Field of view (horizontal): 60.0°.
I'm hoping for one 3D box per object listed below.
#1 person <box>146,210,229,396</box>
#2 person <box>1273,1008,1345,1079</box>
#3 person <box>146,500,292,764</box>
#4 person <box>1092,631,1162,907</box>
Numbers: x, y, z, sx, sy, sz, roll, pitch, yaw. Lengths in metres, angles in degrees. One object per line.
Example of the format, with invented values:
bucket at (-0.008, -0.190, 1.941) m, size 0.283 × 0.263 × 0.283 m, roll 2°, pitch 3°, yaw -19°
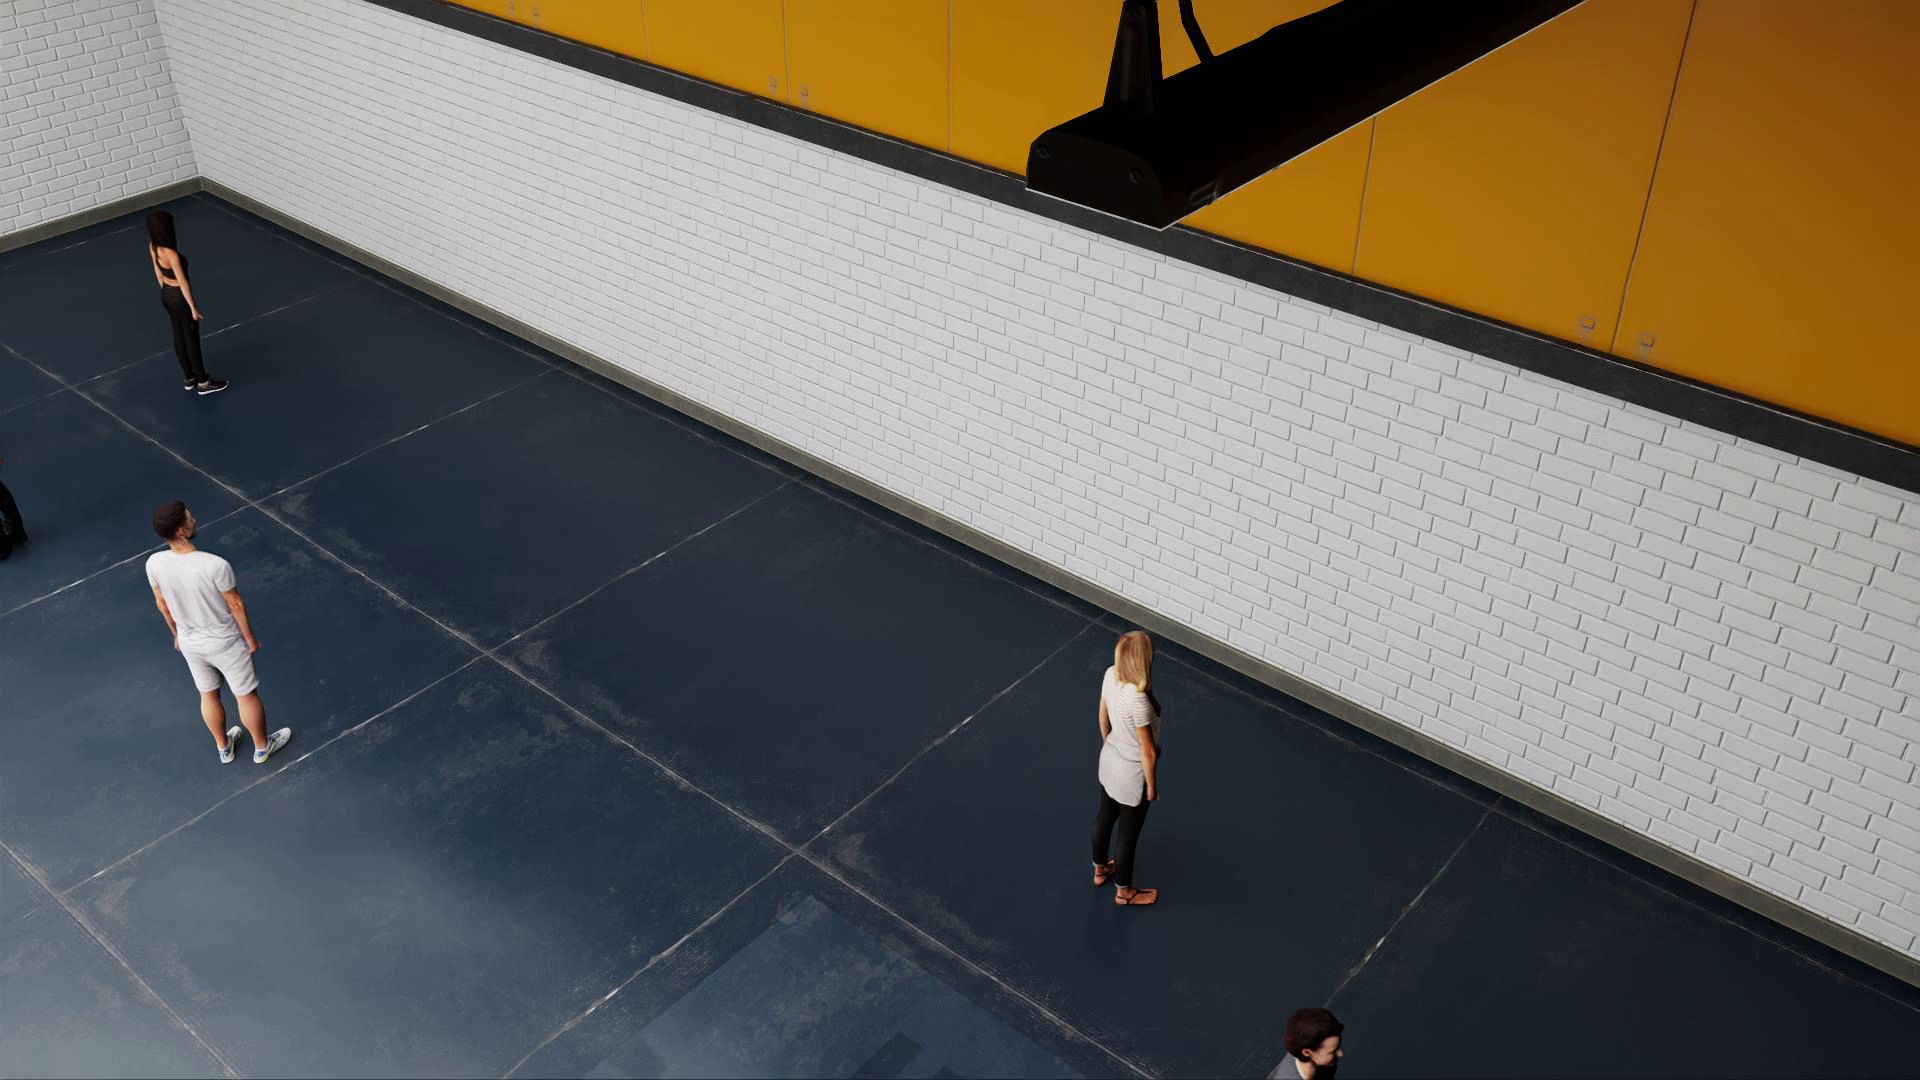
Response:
person at (-6.693, -2.037, 14.235) m, size 0.554 × 1.643 × 0.497 m, roll 23°, pitch 40°, yaw 30°
person at (1.392, 2.627, 7.106) m, size 0.708 × 1.767 × 0.531 m, roll 15°, pitch 37°, yaw 22°
person at (-4.554, 0.587, 10.098) m, size 0.775 × 1.852 × 0.787 m, roll 3°, pitch 34°, yaw 5°
person at (0.906, 1.253, 9.120) m, size 0.646 × 1.826 × 0.674 m, roll -18°, pitch 37°, yaw -24°
